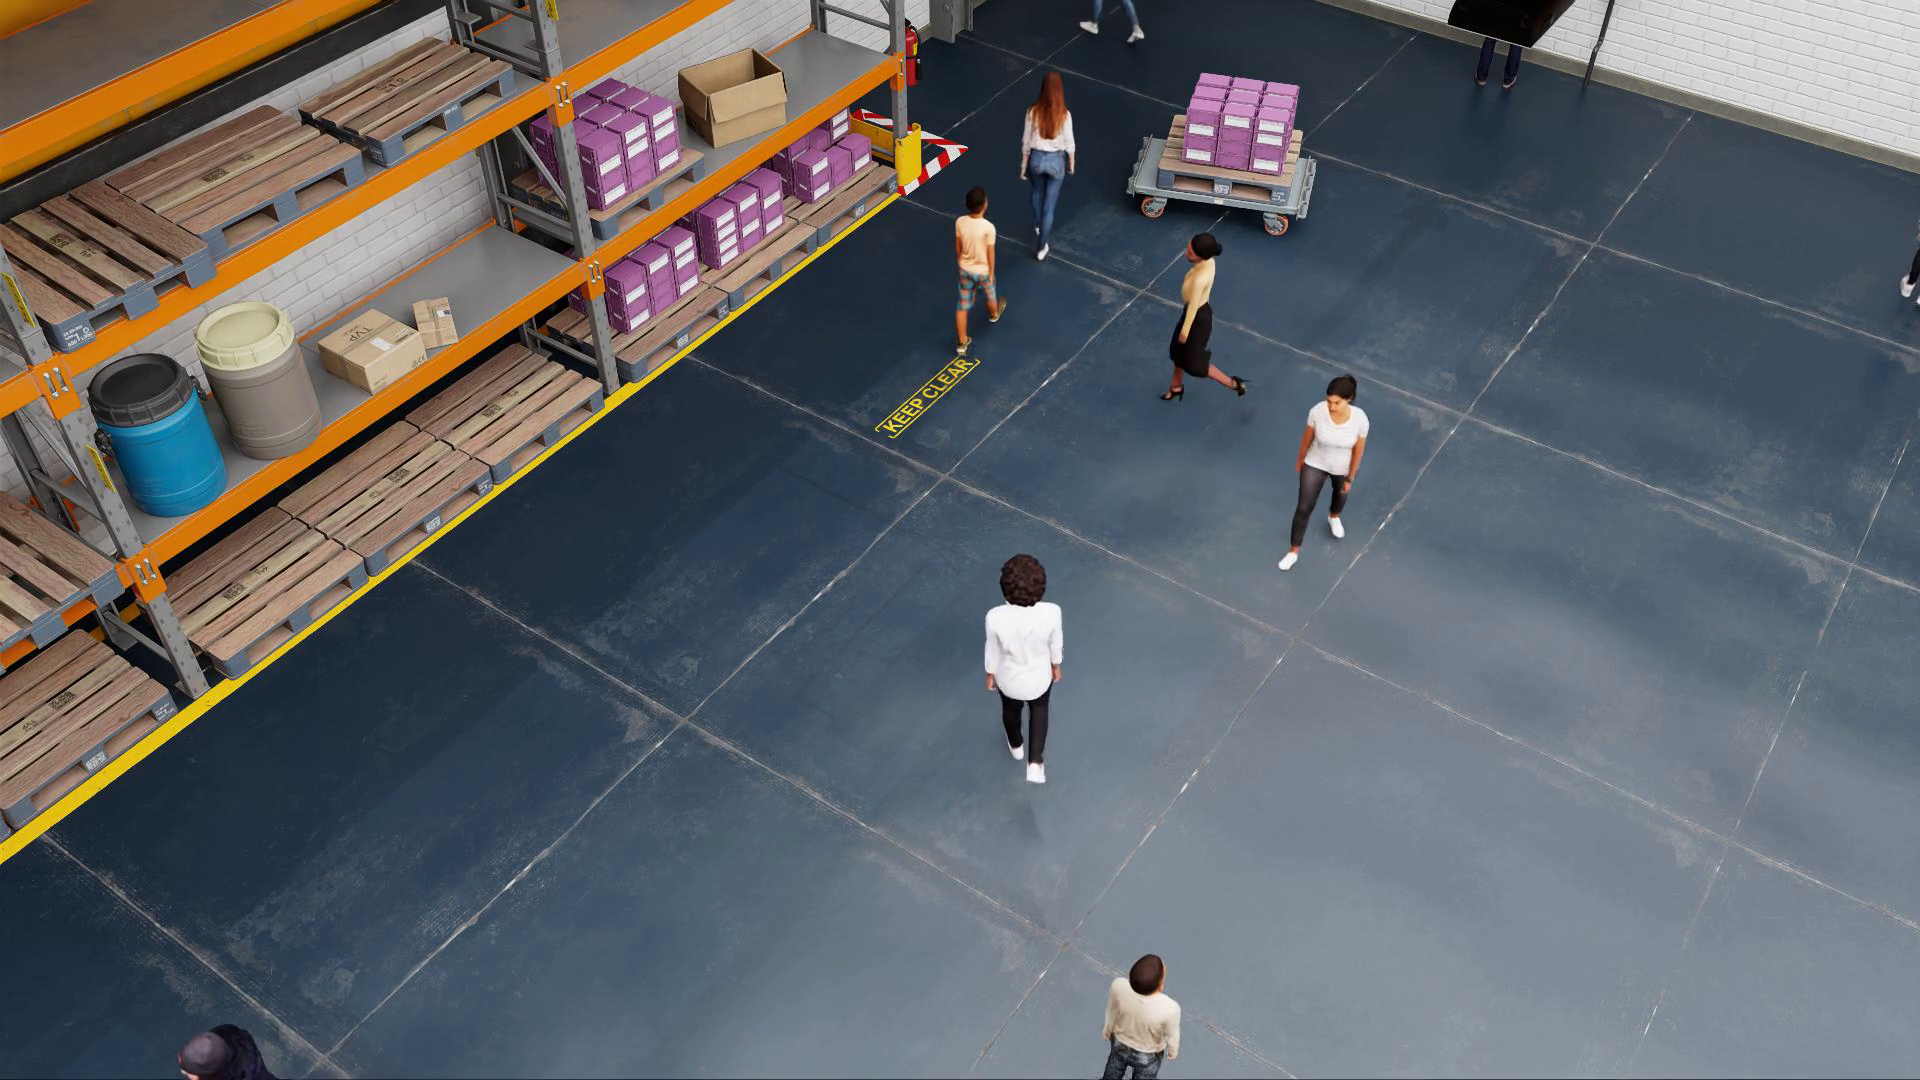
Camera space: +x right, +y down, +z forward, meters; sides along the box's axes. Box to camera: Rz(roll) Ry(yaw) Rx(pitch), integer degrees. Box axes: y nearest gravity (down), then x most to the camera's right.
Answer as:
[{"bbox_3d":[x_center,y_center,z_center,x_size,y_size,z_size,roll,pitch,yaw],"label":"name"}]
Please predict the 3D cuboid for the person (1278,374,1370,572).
[{"bbox_3d":[2.638,-0.561,11.761,0.808,1.595,1.053,4,44,5],"label":"person"}]

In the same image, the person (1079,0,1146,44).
[{"bbox_3d":[1.683,-5.989,17.443,1.048,1.617,0.802,-30,51,-28],"label":"person"}]

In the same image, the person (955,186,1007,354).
[{"bbox_3d":[0.095,-2.164,13.563,0.696,1.432,1.006,15,46,15],"label":"person"}]

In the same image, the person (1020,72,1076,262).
[{"bbox_3d":[0.734,-3.214,14.463,0.802,1.708,0.965,9,44,10],"label":"person"}]

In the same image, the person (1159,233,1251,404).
[{"bbox_3d":[1.899,-1.642,12.872,0.843,1.628,0.947,11,45,11],"label":"person"}]

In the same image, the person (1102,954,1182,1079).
[{"bbox_3d":[0.879,2.625,8.516,0.552,1.457,0.612,23,48,22],"label":"person"}]

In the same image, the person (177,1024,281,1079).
[{"bbox_3d":[-3.370,2.831,8.182,1.178,1.621,1.012,-17,46,-17],"label":"person"}]

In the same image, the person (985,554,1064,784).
[{"bbox_3d":[0.404,0.839,10.145,0.932,1.797,1.029,-2,44,-2],"label":"person"}]
